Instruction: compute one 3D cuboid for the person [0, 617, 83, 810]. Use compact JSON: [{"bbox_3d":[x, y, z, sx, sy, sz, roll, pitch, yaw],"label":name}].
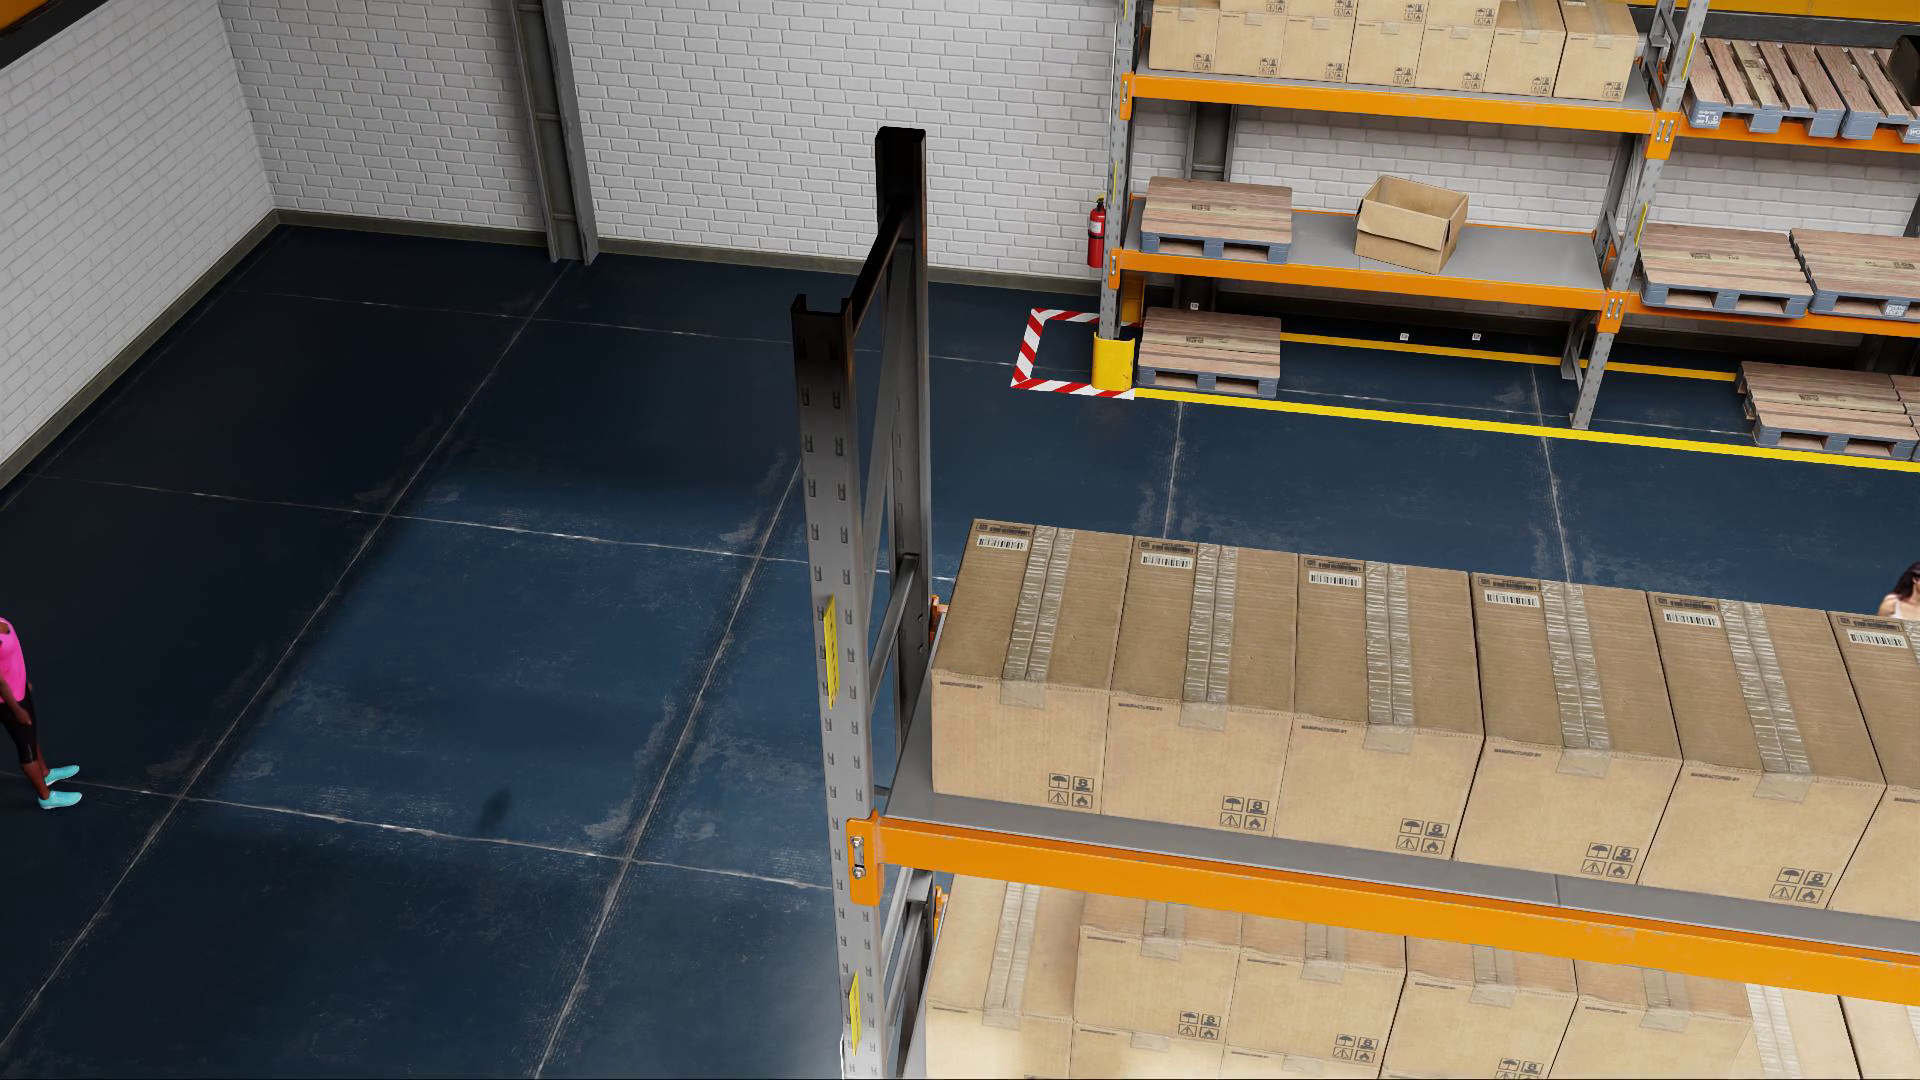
[{"bbox_3d":[-5.826,0.936,10.176,0.694,1.722,0.656,-14,41,-17],"label":"person"}]
